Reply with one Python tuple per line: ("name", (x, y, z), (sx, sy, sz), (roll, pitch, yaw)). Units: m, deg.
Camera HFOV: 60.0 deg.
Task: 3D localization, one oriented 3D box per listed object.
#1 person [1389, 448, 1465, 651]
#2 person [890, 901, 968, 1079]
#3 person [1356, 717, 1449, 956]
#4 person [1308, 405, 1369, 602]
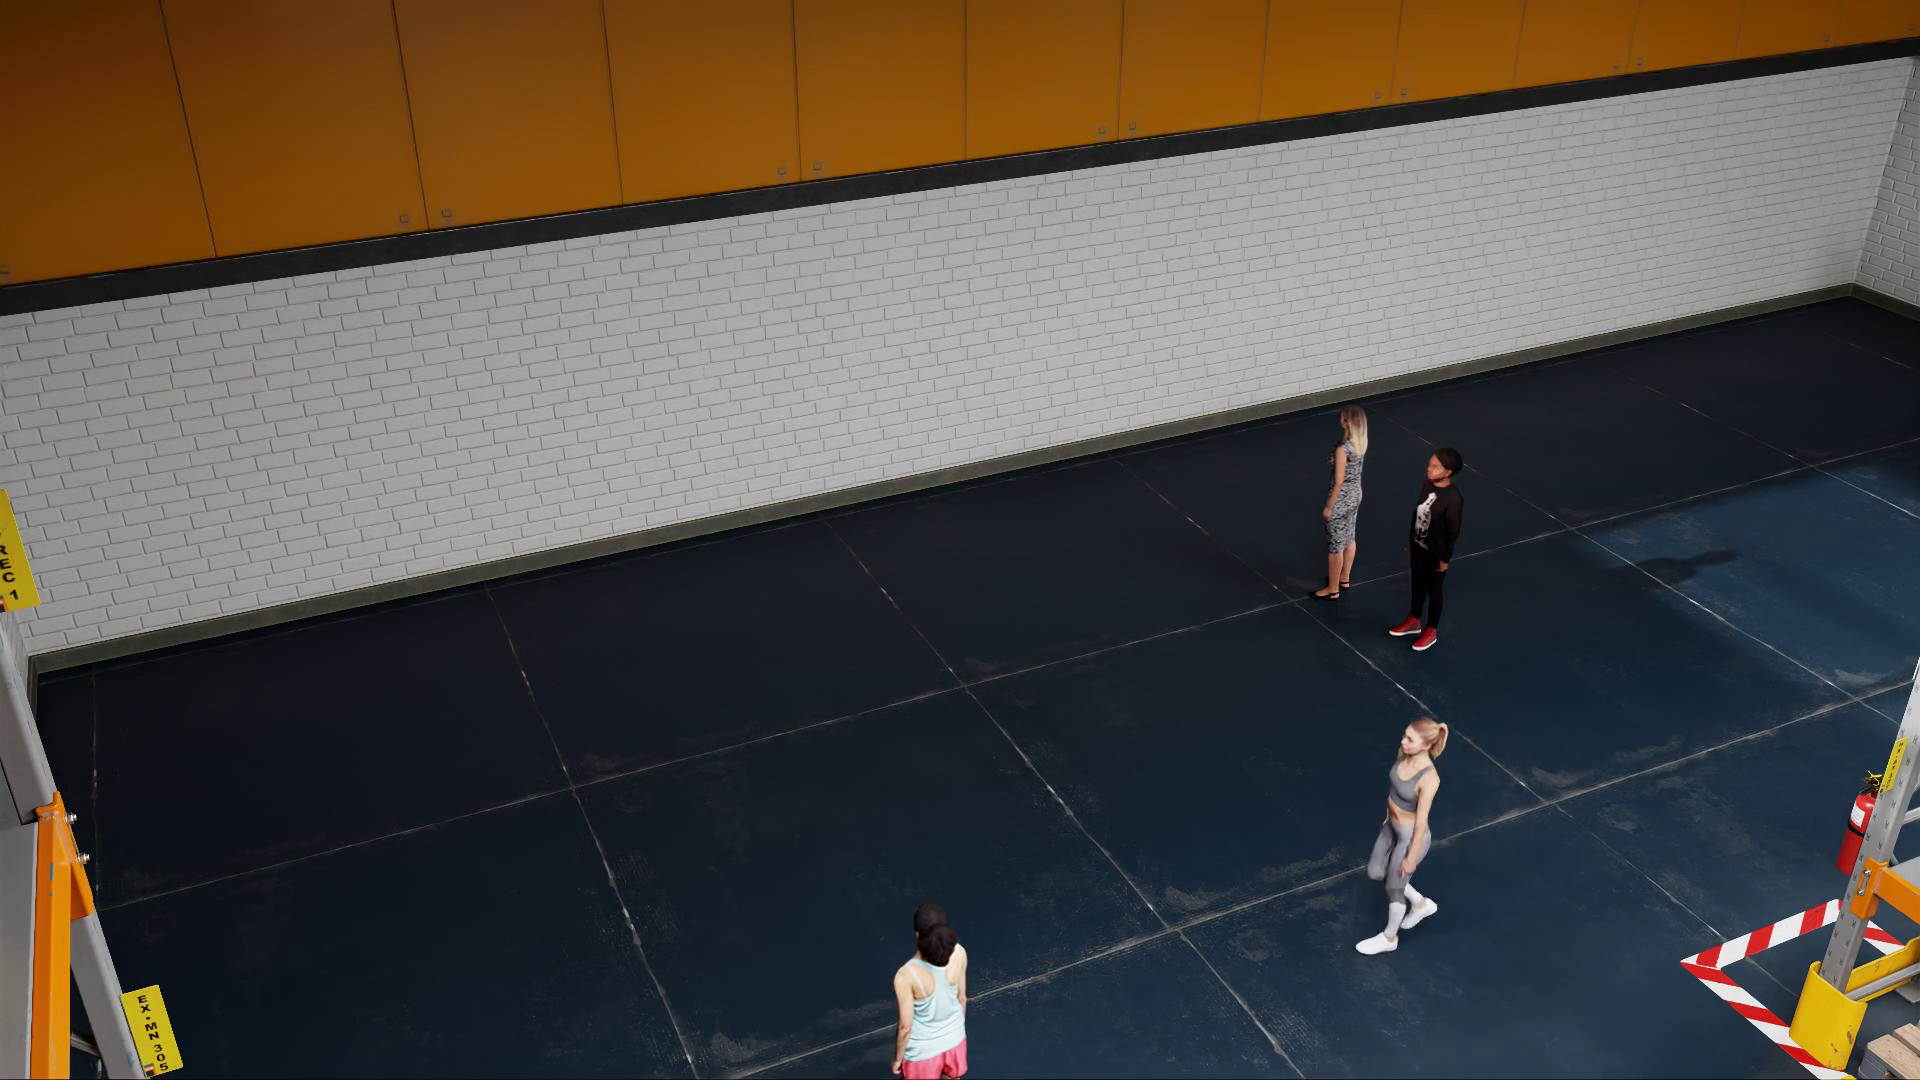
("person", (3.644, 0.048, 12.835), (0.657, 1.675, 0.478), (-14, 32, -24))
("person", (-0.141, 2.501, 8.245), (0.627, 1.764, 0.593), (-18, 33, -29))
("person", (2.679, 1.726, 9.736), (0.753, 1.696, 0.753), (-5, 29, -9))
("person", (3.112, -0.306, 13.452), (0.627, 1.706, 0.633), (22, 35, 34))
